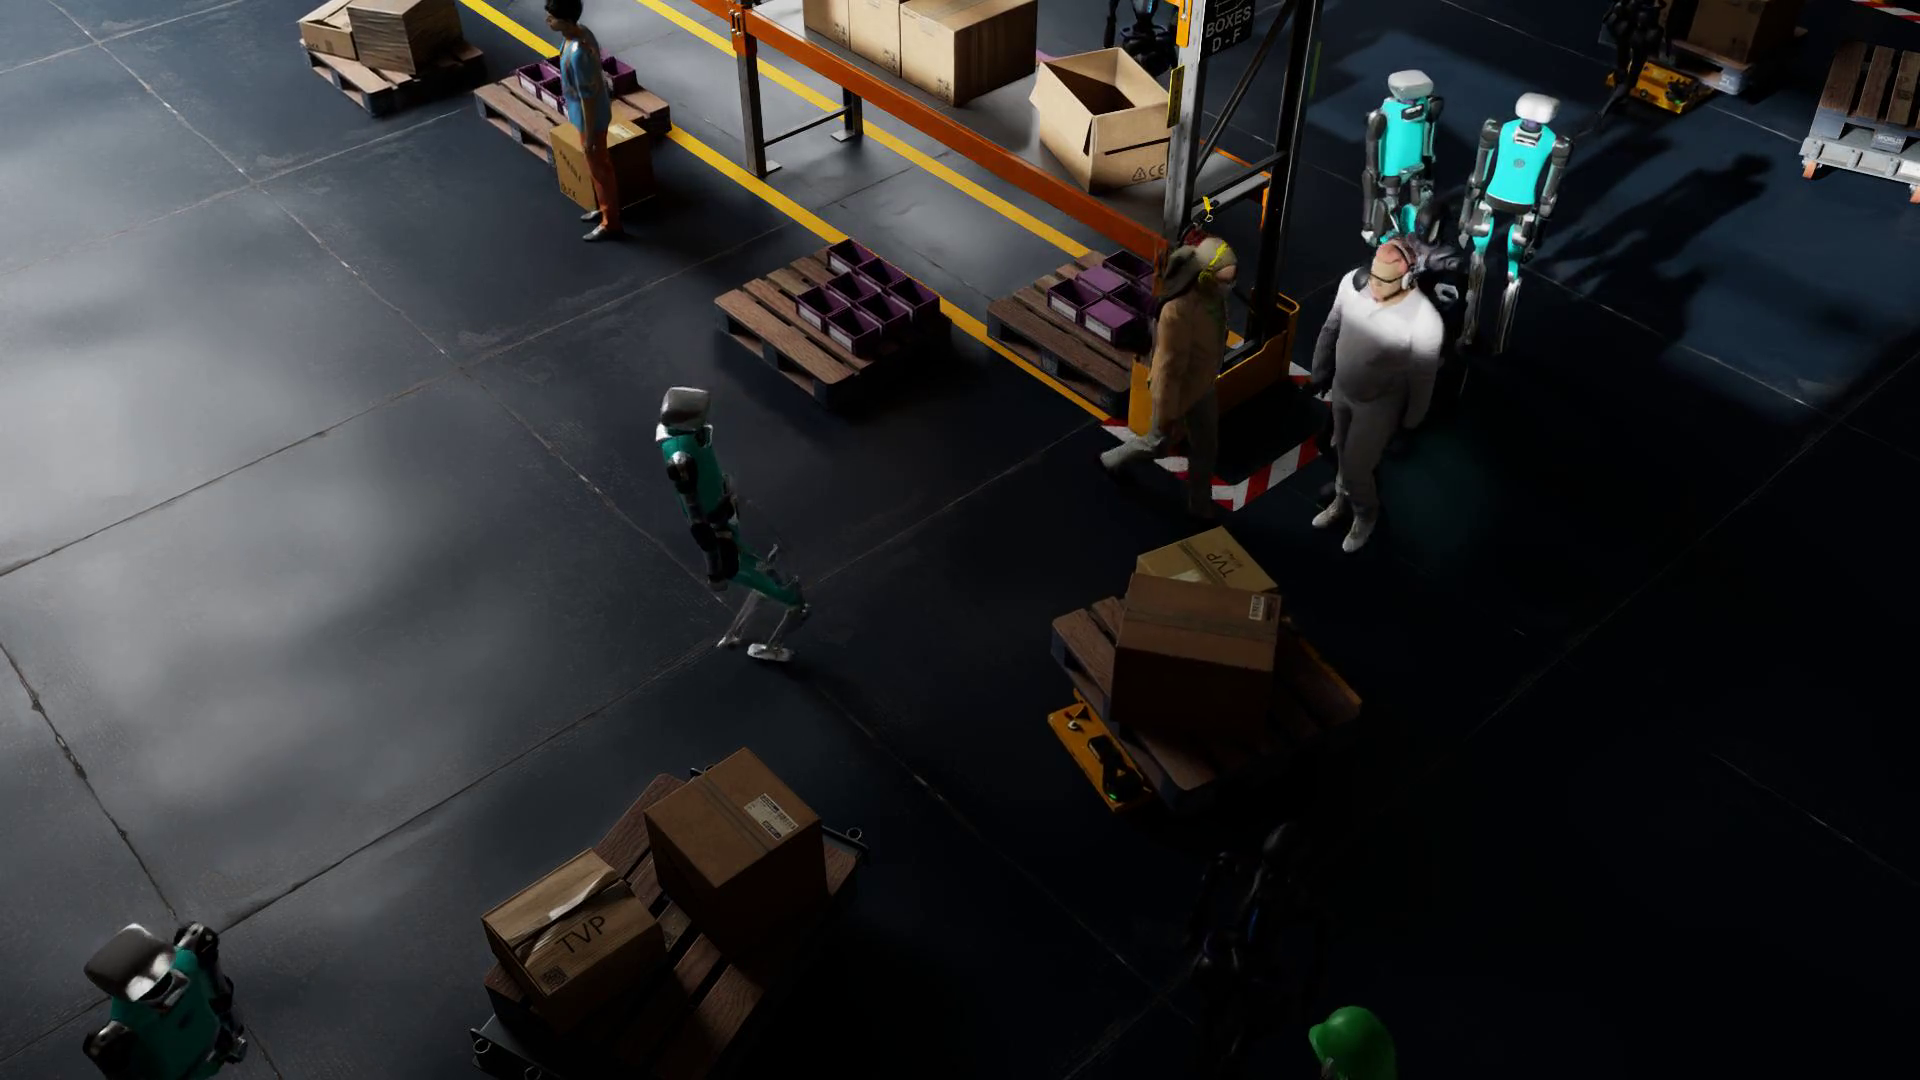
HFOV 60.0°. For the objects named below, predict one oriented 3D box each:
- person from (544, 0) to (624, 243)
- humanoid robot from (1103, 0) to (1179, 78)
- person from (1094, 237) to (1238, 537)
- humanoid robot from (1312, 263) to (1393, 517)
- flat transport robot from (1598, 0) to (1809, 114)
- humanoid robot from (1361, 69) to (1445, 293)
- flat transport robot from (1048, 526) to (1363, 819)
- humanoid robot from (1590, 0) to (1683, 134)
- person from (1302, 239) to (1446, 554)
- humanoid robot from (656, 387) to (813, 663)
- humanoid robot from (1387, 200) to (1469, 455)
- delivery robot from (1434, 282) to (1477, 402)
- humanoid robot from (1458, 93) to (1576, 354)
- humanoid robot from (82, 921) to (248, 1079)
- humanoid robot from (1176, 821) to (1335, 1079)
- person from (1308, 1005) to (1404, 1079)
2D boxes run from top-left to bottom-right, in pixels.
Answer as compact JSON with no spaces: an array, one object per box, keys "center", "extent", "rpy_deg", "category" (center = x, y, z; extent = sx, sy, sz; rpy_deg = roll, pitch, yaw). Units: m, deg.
[{"center":[-2.474,-2.808,11.052],"extent":[0.324,1.758,0.497],"rpy_deg":[-9,43,-9],"category":"person"},{"center":[1.310,-3.471,11.878],"extent":[0.608,1.644,0.769],"rpy_deg":[-11,44,-11],"category":"humanoid robot"},{"center":[1.147,-0.852,8.868],"extent":[0.834,1.842,0.587],"rpy_deg":[29,50,28],"category":"person"},{"center":[2.178,-0.791,8.920],"extent":[0.385,1.646,0.612],"rpy_deg":[-18,46,-19],"category":"humanoid robot"},{"center":[5.837,-3.805,13.234],"extent":[1.431,0.231,0.659],"rpy_deg":[-31,51,-29],"category":"flat transport robot"},{"center":[2.747,-1.871,10.103],"extent":[0.541,1.840,0.776],"rpy_deg":[-20,46,-20],"category":"humanoid robot"},{"center":[1.214,0.823,8.200],"extent":[1.431,0.231,0.659],"rpy_deg":[-19,46,-20],"category":"flat transport robot"},{"center":[4.952,-3.839,12.249],"extent":[0.689,1.640,0.597],"rpy_deg":[-29,50,-28],"category":"humanoid robot"},{"center":[2.110,-0.752,8.719],"extent":[0.480,1.893,0.657],"rpy_deg":[-24,48,-24],"category":"person"},{"center":[-0.991,0.001,8.013],"extent":[0.794,1.771,0.556],"rpy_deg":[-3,43,-3],"category":"humanoid robot"},{"center":[2.604,-1.232,9.400],"extent":[0.589,1.635,0.449],"rpy_deg":[30,50,28],"category":"humanoid robot"},{"center":[2.924,-1.245,10.238],"extent":[0.500,0.595,0.767],"rpy_deg":[17,45,17],"category":"delivery robot"},{"center":[3.342,-1.943,10.155],"extent":[0.548,1.831,0.653],"rpy_deg":[17,45,18],"category":"humanoid robot"},{"center":[-2.901,1.882,5.971],"extent":[0.805,1.767,0.541],"rpy_deg":[15,45,16],"category":"humanoid robot"},{"center":[1.074,1.633,6.287],"extent":[0.589,1.638,0.456],"rpy_deg":[24,48,23],"category":"humanoid robot"},{"center":[1.236,2.195,5.495],"extent":[0.438,1.906,0.612],"rpy_deg":[11,44,12],"category":"person"}]
